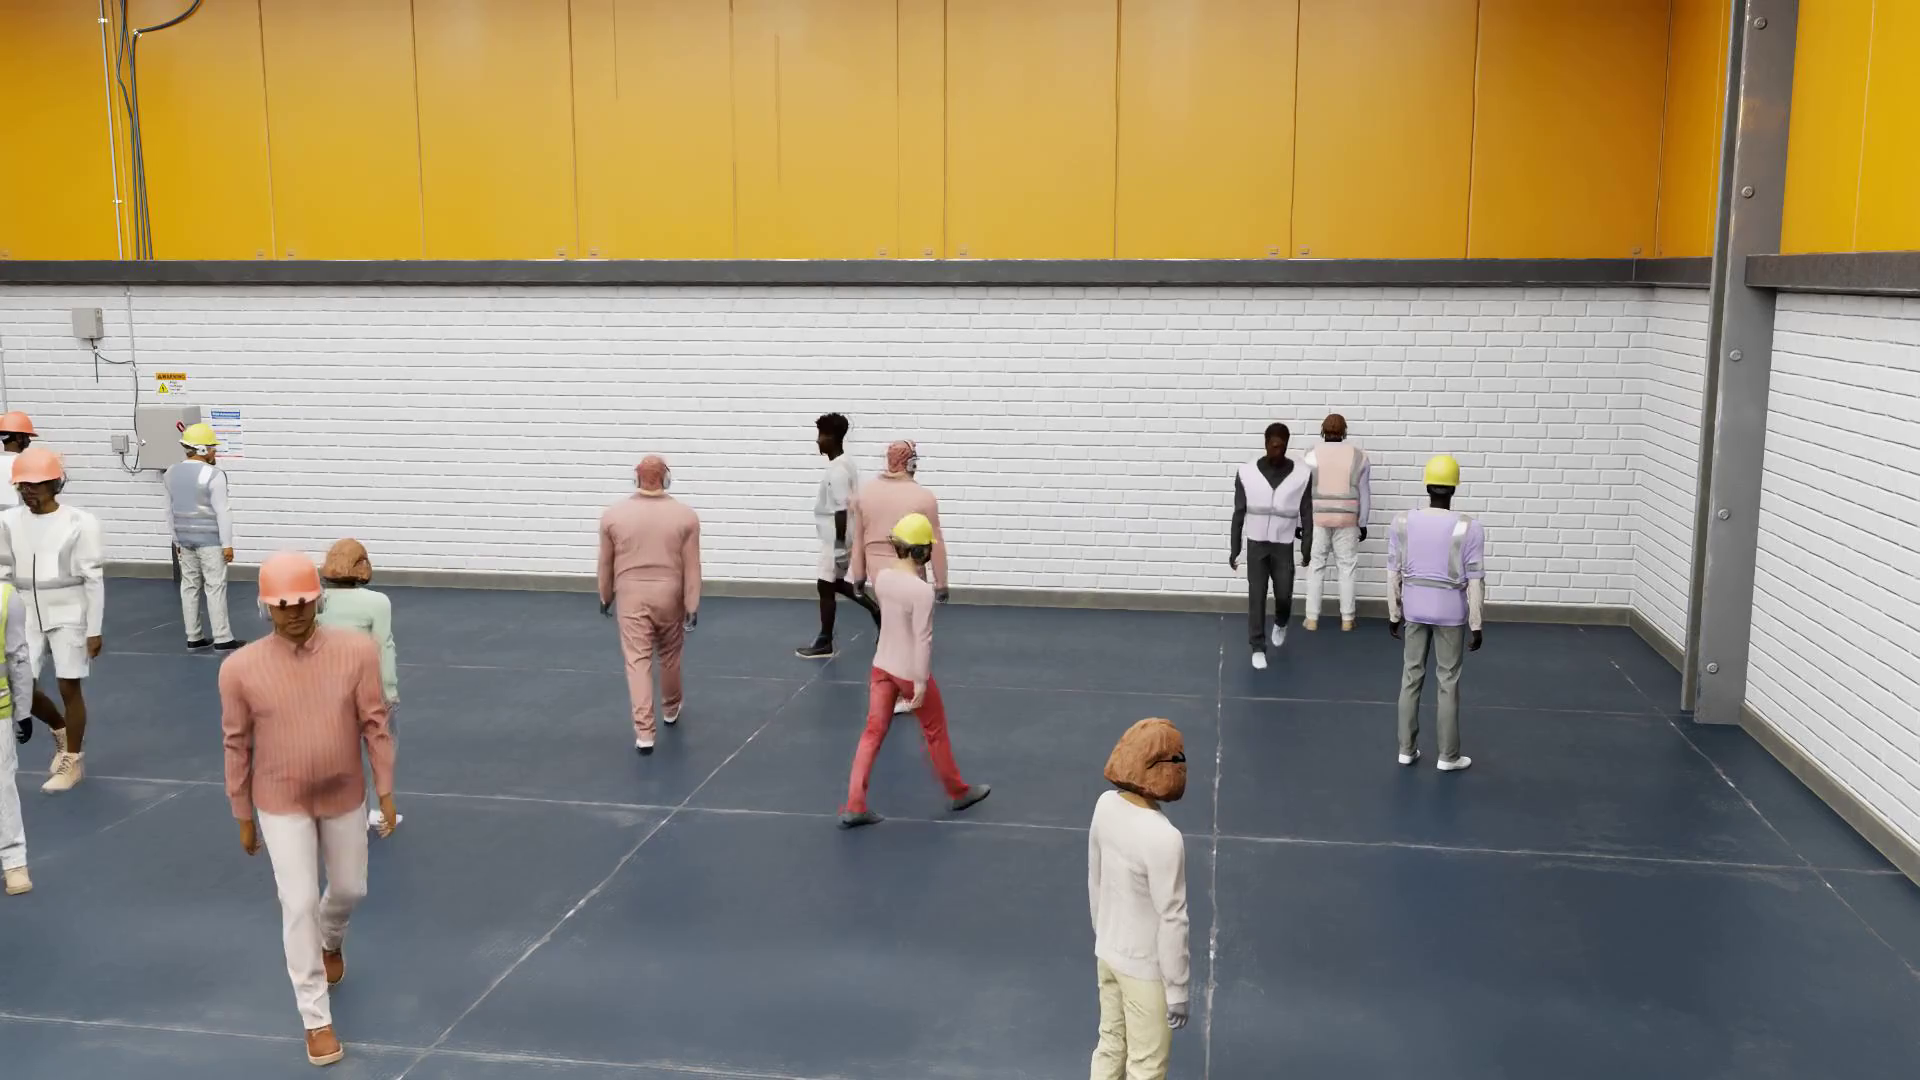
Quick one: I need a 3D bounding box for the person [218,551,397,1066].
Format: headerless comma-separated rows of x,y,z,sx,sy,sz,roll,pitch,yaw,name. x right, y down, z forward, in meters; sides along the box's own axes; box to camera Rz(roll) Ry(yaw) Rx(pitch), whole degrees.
-2.588,0.993,6.603,0.615,1.970,0.825,-6,11,-32,person

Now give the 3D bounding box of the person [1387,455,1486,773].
2.891,0.444,10.098,0.594,1.927,0.367,7,11,35,person

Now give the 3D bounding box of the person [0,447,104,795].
-5.266,0.468,9.634,0.638,2.030,0.437,0,9,2,person

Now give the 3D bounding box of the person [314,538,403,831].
-3.224,0.784,8.927,0.523,1.616,0.492,1,9,7,person

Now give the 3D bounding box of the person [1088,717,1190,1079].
0.579,1.366,5.323,0.268,1.630,0.506,-4,10,-23,person

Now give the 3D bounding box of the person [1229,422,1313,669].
2.408,0.013,12.879,0.629,1.894,0.650,1,9,8,person

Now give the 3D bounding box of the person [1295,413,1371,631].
3.132,-0.150,14.033,0.633,1.841,0.429,1,9,7,person

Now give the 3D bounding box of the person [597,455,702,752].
-1.998,0.377,10.737,0.655,1.854,0.985,-2,9,-10,person

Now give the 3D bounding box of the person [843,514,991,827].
-0.268,0.705,9.142,0.912,1.719,0.526,-8,12,-40,person

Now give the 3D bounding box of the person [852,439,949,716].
-0.360,0.242,11.465,0.683,1.882,0.708,6,11,32,person

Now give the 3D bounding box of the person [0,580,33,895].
-4.796,0.843,7.978,0.639,1.831,0.431,-5,10,-27,person

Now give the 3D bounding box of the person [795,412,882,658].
-0.899,-0.034,12.990,0.731,1.950,0.618,0,9,2,person

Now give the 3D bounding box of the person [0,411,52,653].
-7.414,-0.048,13.138,0.550,1.927,0.381,1,9,6,person

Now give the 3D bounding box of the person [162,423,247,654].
-6.000,-0.008,13.200,0.591,1.829,0.404,3,10,19,person
